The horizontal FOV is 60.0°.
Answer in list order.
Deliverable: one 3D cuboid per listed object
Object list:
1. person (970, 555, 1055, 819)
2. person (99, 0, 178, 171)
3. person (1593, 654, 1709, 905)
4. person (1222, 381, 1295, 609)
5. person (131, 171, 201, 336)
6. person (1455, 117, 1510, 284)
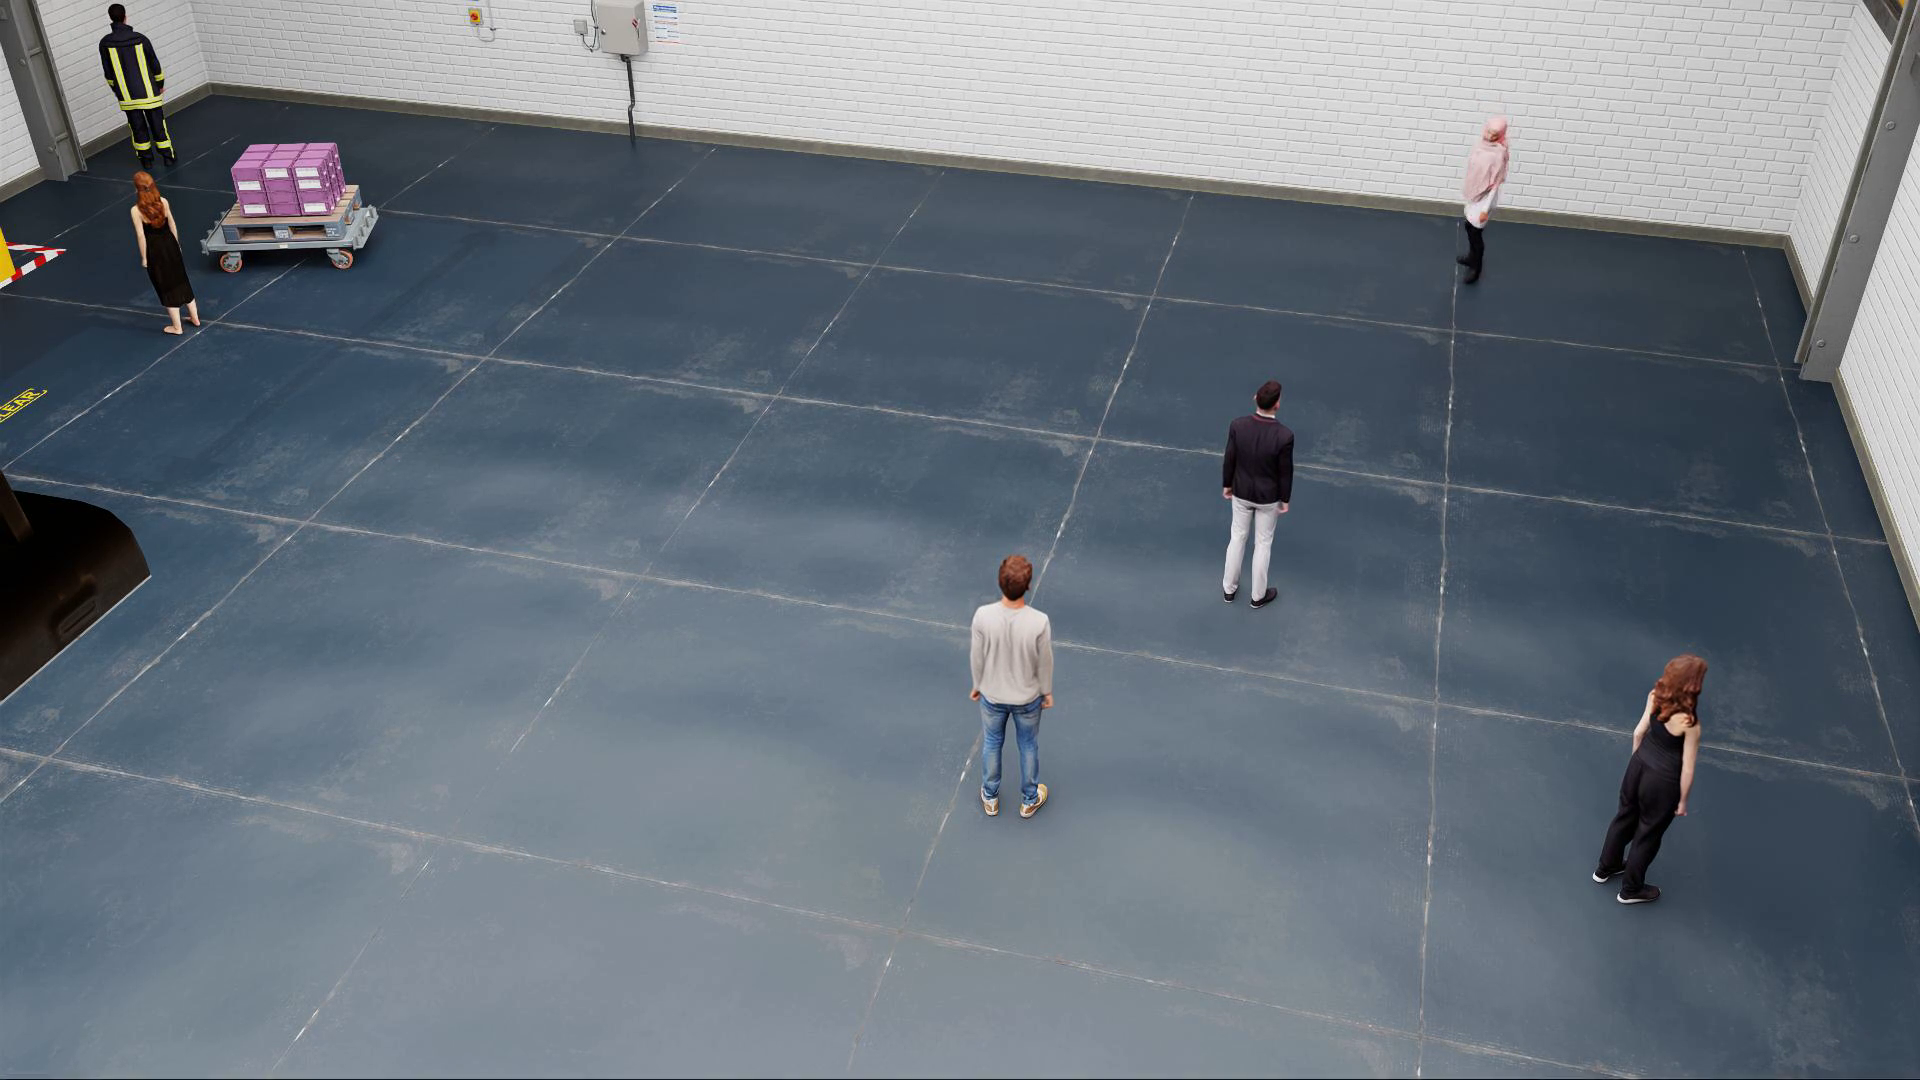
[{"bbox_3d":[0.315,0.921,10.210,0.693,1.903,0.589,5,34,8],"label":"person"},{"bbox_3d":[-9.724,-5.360,19.638,0.894,1.927,0.916,-13,36,-19],"label":"person"},{"bbox_3d":[4.031,1.373,9.671,0.725,1.747,0.640,-14,36,-19],"label":"person"},{"bbox_3d":[2.160,-0.336,12.155,0.713,1.843,0.626,17,37,23],"label":"person"},{"bbox_3d":[-7.678,-2.767,16.009,0.702,1.625,0.595,19,38,26],"label":"person"},{"bbox_3d":[5.337,-3.473,16.938,0.981,1.772,0.779,2,34,3],"label":"person"}]
